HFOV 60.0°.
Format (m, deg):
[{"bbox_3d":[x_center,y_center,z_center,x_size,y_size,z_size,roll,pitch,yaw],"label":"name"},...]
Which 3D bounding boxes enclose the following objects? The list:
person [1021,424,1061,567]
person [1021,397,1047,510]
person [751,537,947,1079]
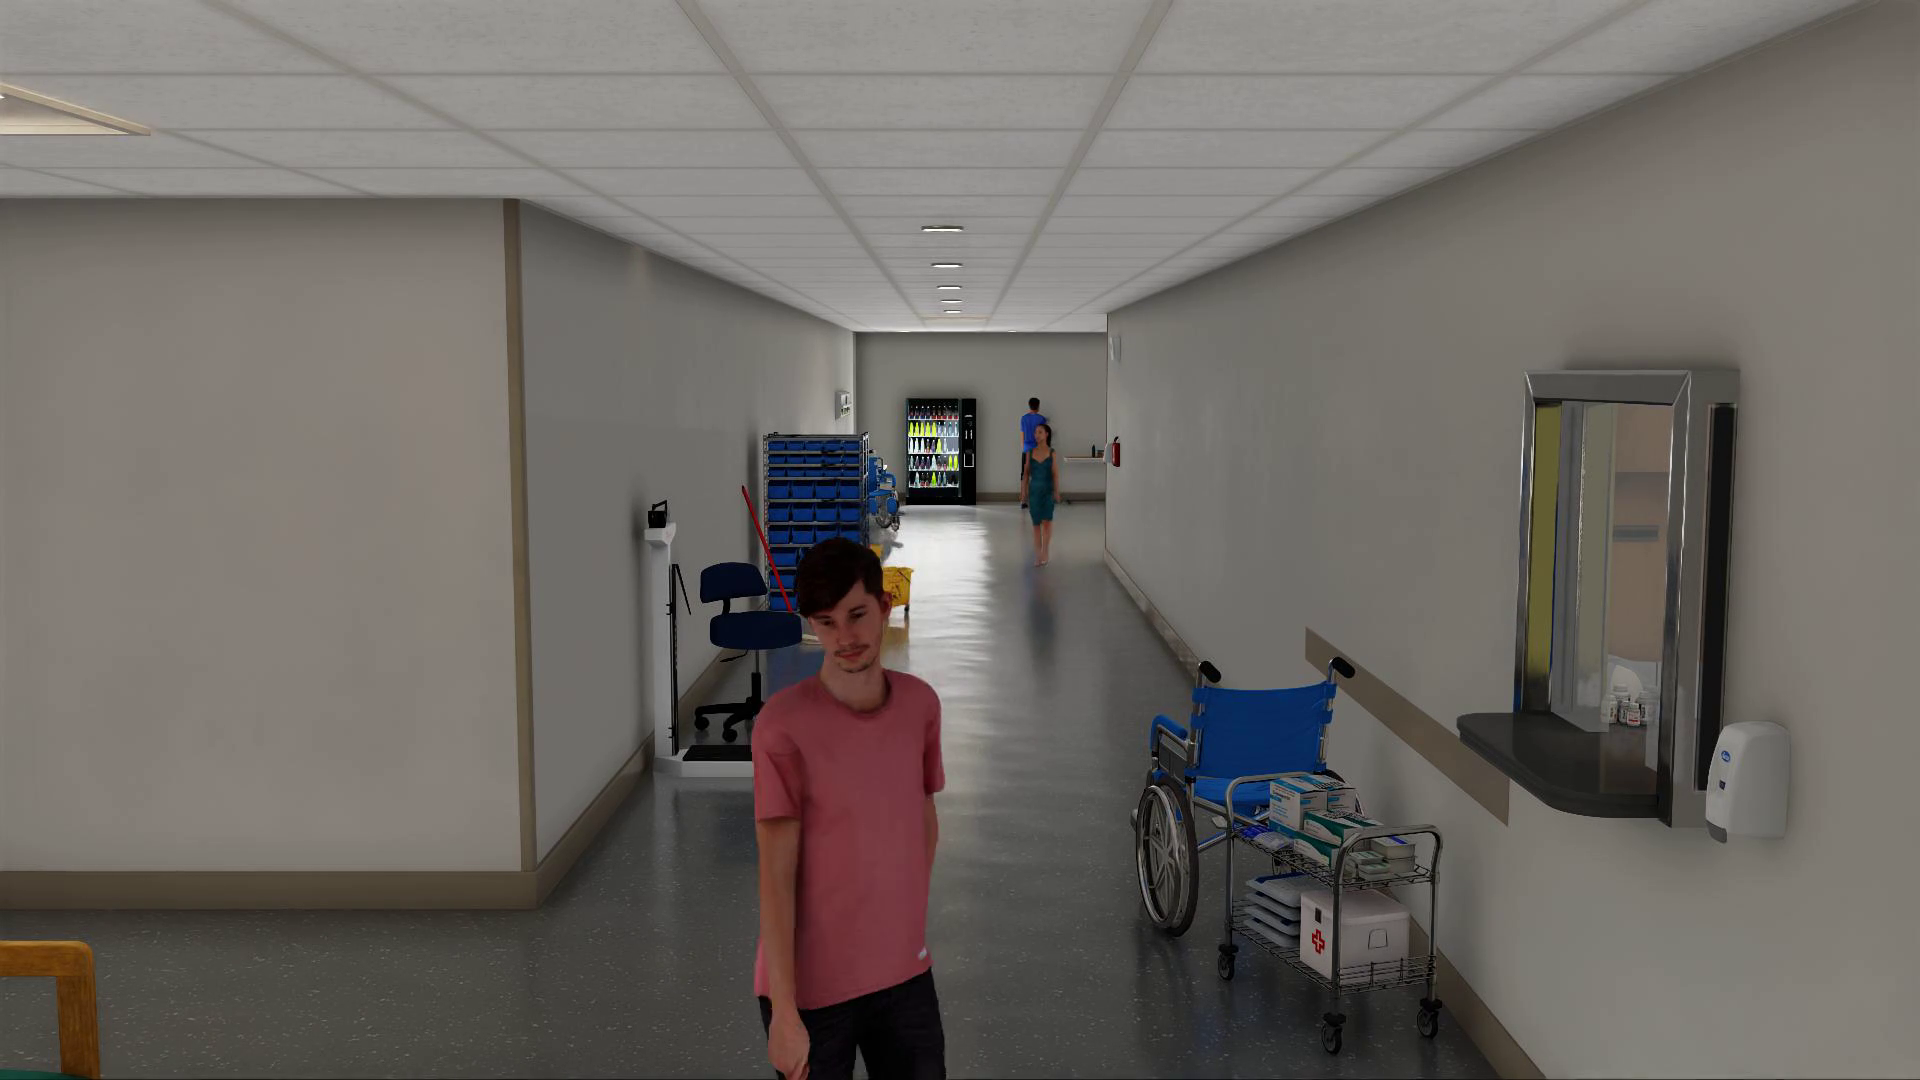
[{"bbox_3d":[0.975,-0.517,19.490,0.634,1.677,0.738,2,6,20],"label":"person"},{"bbox_3d":[1.221,-1.456,27.880,0.587,1.866,0.726,2,6,19],"label":"person"},{"bbox_3d":[-0.256,0.950,3.671,0.891,1.924,0.803,6,8,44],"label":"person"}]
